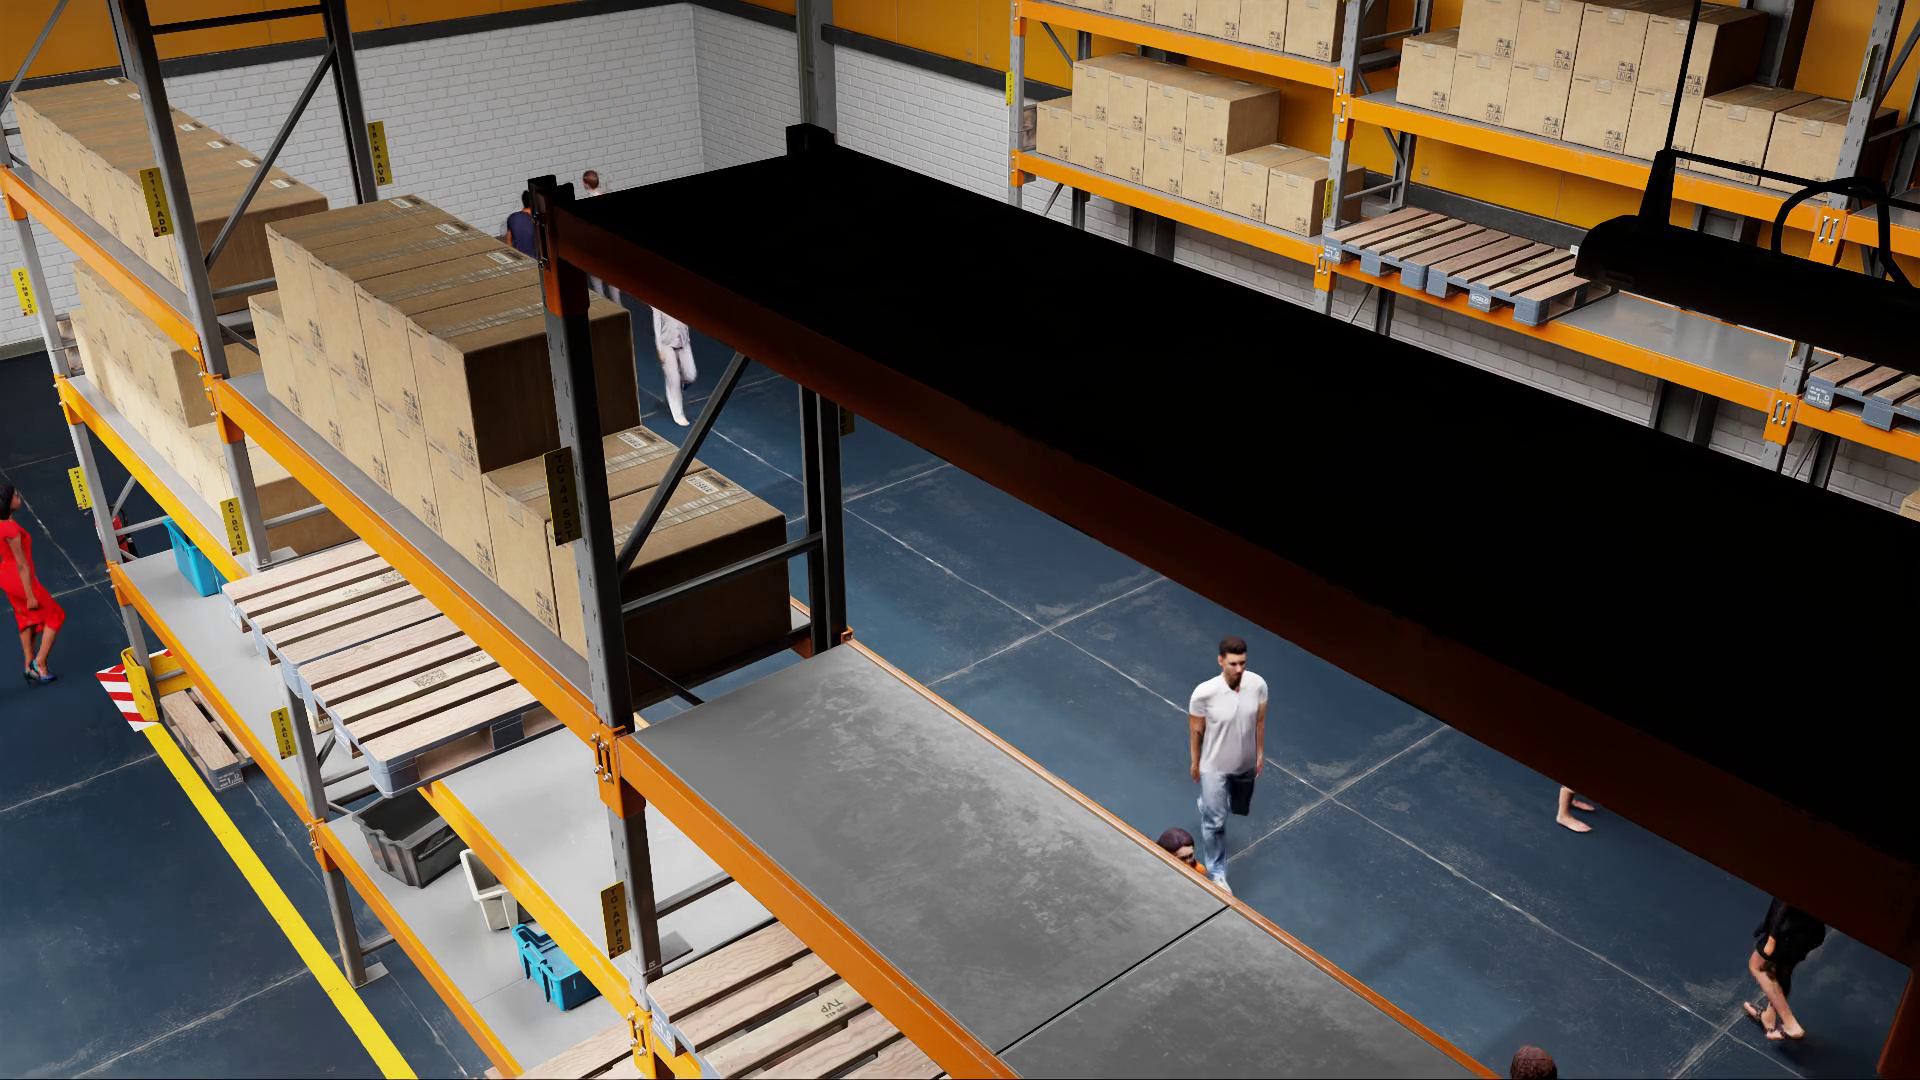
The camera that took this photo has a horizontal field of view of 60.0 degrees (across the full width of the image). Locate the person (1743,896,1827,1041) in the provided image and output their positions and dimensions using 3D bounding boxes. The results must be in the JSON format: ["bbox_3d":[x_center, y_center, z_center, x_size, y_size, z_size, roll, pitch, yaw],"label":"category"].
[{"bbox_3d":[4.870,2.303,9.597,0.665,1.544,0.771,-10,30,-18],"label":"person"}]

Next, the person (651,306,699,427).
[{"bbox_3d":[-3.056,-2.061,17.373,0.592,1.761,0.685,-23,36,-36],"label":"person"}]

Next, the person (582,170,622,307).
[{"bbox_3d":[-4.226,-3.411,19.670,0.748,1.931,0.916,-17,33,-28],"label":"person"}]

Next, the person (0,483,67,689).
[{"bbox_3d":[-7.357,0.399,12.895,0.579,1.728,0.687,25,38,38],"label":"person"}]

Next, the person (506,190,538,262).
[{"bbox_3d":[-5.095,-3.199,19.470,0.817,1.749,0.900,2,29,4],"label":"person"}]

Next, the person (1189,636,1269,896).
[{"bbox_3d":[1.732,1.402,10.939,0.965,1.842,1.187,-8,30,-14],"label":"person"}]

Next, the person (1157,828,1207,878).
[{"bbox_3d":[1.109,2.306,9.427,0.738,1.703,1.128,-17,33,-28],"label":"person"}]
